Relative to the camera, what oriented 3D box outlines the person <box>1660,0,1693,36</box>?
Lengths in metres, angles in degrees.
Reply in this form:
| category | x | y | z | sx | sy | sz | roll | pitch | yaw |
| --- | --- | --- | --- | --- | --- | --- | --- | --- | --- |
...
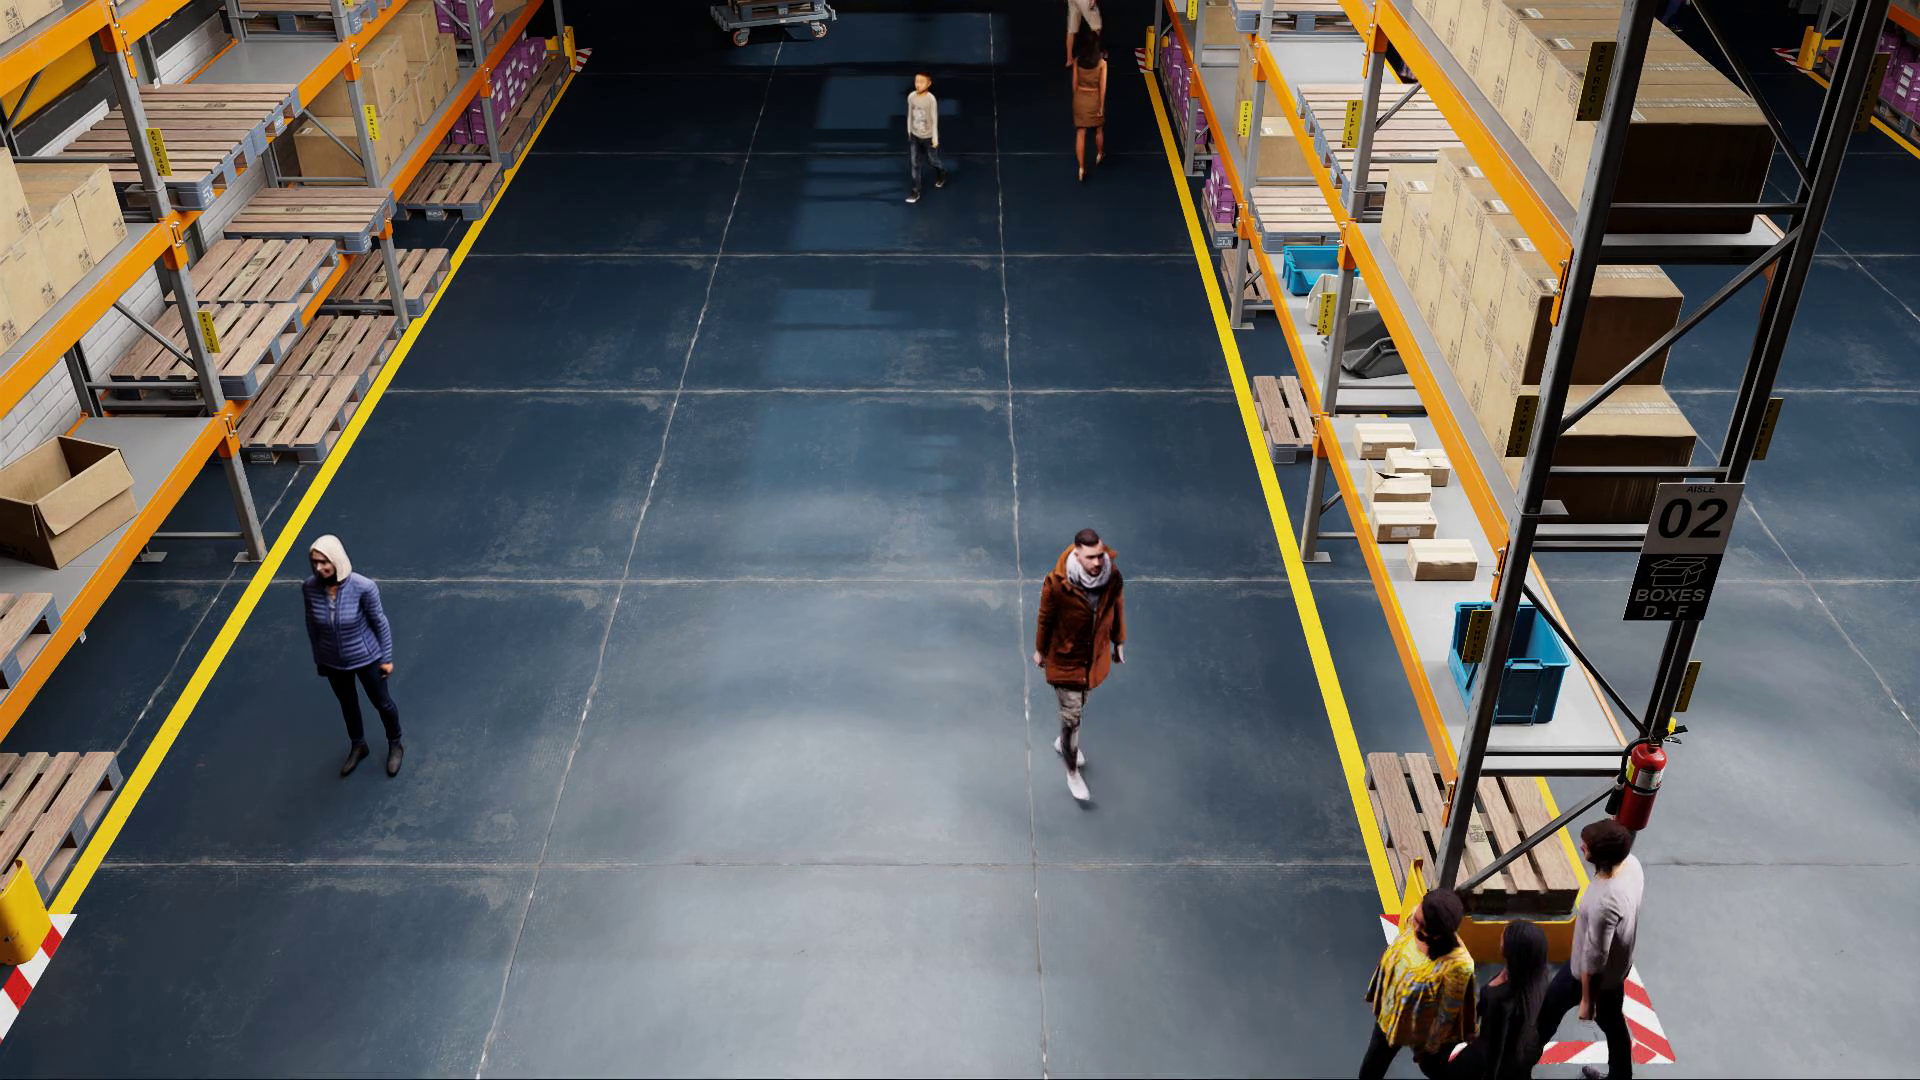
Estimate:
| category | x | y | z | sx | sy | sz | roll | pitch | yaw |
| --- | --- | --- | --- | --- | --- | --- | --- | --- | --- |
| person | 9.694 | -7.472 | 22.740 | 0.783 | 1.714 | 0.904 | -7 | 34 | -10 |

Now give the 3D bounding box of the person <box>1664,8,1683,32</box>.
| category | x | y | z | sx | sy | sz | roll | pitch | yaw |
| --- | --- | --- | --- | --- | --- | --- | --- | --- | --- |
| person | 10.301 | -8.031 | 23.727 | 0.685 | 1.553 | 0.616 | 26 | 42 | 33 |

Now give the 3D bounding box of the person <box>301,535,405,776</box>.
| category | x | y | z | sx | sy | sz | roll | pitch | yaw |
| --- | --- | --- | --- | --- | --- | --- | --- | --- | --- |
| person | -3.798 | 0.709 | 10.404 | 0.650 | 1.744 | 0.519 | 1 | 34 | 1 |

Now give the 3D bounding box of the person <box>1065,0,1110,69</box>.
| category | x | y | z | sx | sy | sz | roll | pitch | yaw |
| --- | --- | --- | --- | --- | --- | --- | --- | --- | --- |
| person | 1.578 | -7.258 | 22.305 | 0.953 | 1.839 | 1.064 | 22 | 39 | 29 |

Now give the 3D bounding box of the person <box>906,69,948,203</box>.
| category | x | y | z | sx | sy | sz | roll | pitch | yaw |
| --- | --- | --- | --- | --- | --- | --- | --- | --- | --- |
| person | -0.366 | -4.528 | 18.555 | 0.822 | 1.443 | 1.012 | 16 | 37 | 23 |

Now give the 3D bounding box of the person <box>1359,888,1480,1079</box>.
| category | x | y | z | sx | sy | sz | roll | pitch | yaw |
| --- | --- | --- | --- | --- | --- | --- | --- | --- | --- |
| person | 2.328 | 2.311 | 8.105 | 1.008 | 1.621 | 1.046 | -14 | 36 | -20 |

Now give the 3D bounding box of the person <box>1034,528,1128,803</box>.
| category | x | y | z | sx | sy | sz | roll | pitch | yaw |
| --- | --- | --- | --- | --- | --- | --- | --- | --- | --- |
| person | 0.695 | 0.676 | 10.389 | 0.933 | 1.817 | 1.018 | -17 | 37 | -23 |

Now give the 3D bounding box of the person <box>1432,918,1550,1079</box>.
| category | x | y | z | sx | sy | sz | roll | pitch | yaw |
| --- | --- | --- | --- | --- | --- | --- | --- | --- | --- |
| person | 2.610 | 2.493 | 7.783 | 1.183 | 1.674 | 1.122 | 28 | 43 | 35 |

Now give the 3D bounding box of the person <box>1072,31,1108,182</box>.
| category | x | y | z | sx | sy | sz | roll | pitch | yaw |
| --- | --- | --- | --- | --- | --- | --- | --- | --- | --- |
| person | 1.439 | -4.900 | 18.920 | 0.719 | 1.659 | 1.006 | 9 | 35 | 13 |

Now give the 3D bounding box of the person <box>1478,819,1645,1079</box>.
| category | x | y | z | sx | sy | sz | roll | pitch | yaw |
| --- | --- | --- | --- | --- | --- | --- | --- | --- | --- |
| person | 3.211 | 2.150 | 8.189 | 1.164 | 1.797 | 1.130 | 26 | 42 | 34 |
